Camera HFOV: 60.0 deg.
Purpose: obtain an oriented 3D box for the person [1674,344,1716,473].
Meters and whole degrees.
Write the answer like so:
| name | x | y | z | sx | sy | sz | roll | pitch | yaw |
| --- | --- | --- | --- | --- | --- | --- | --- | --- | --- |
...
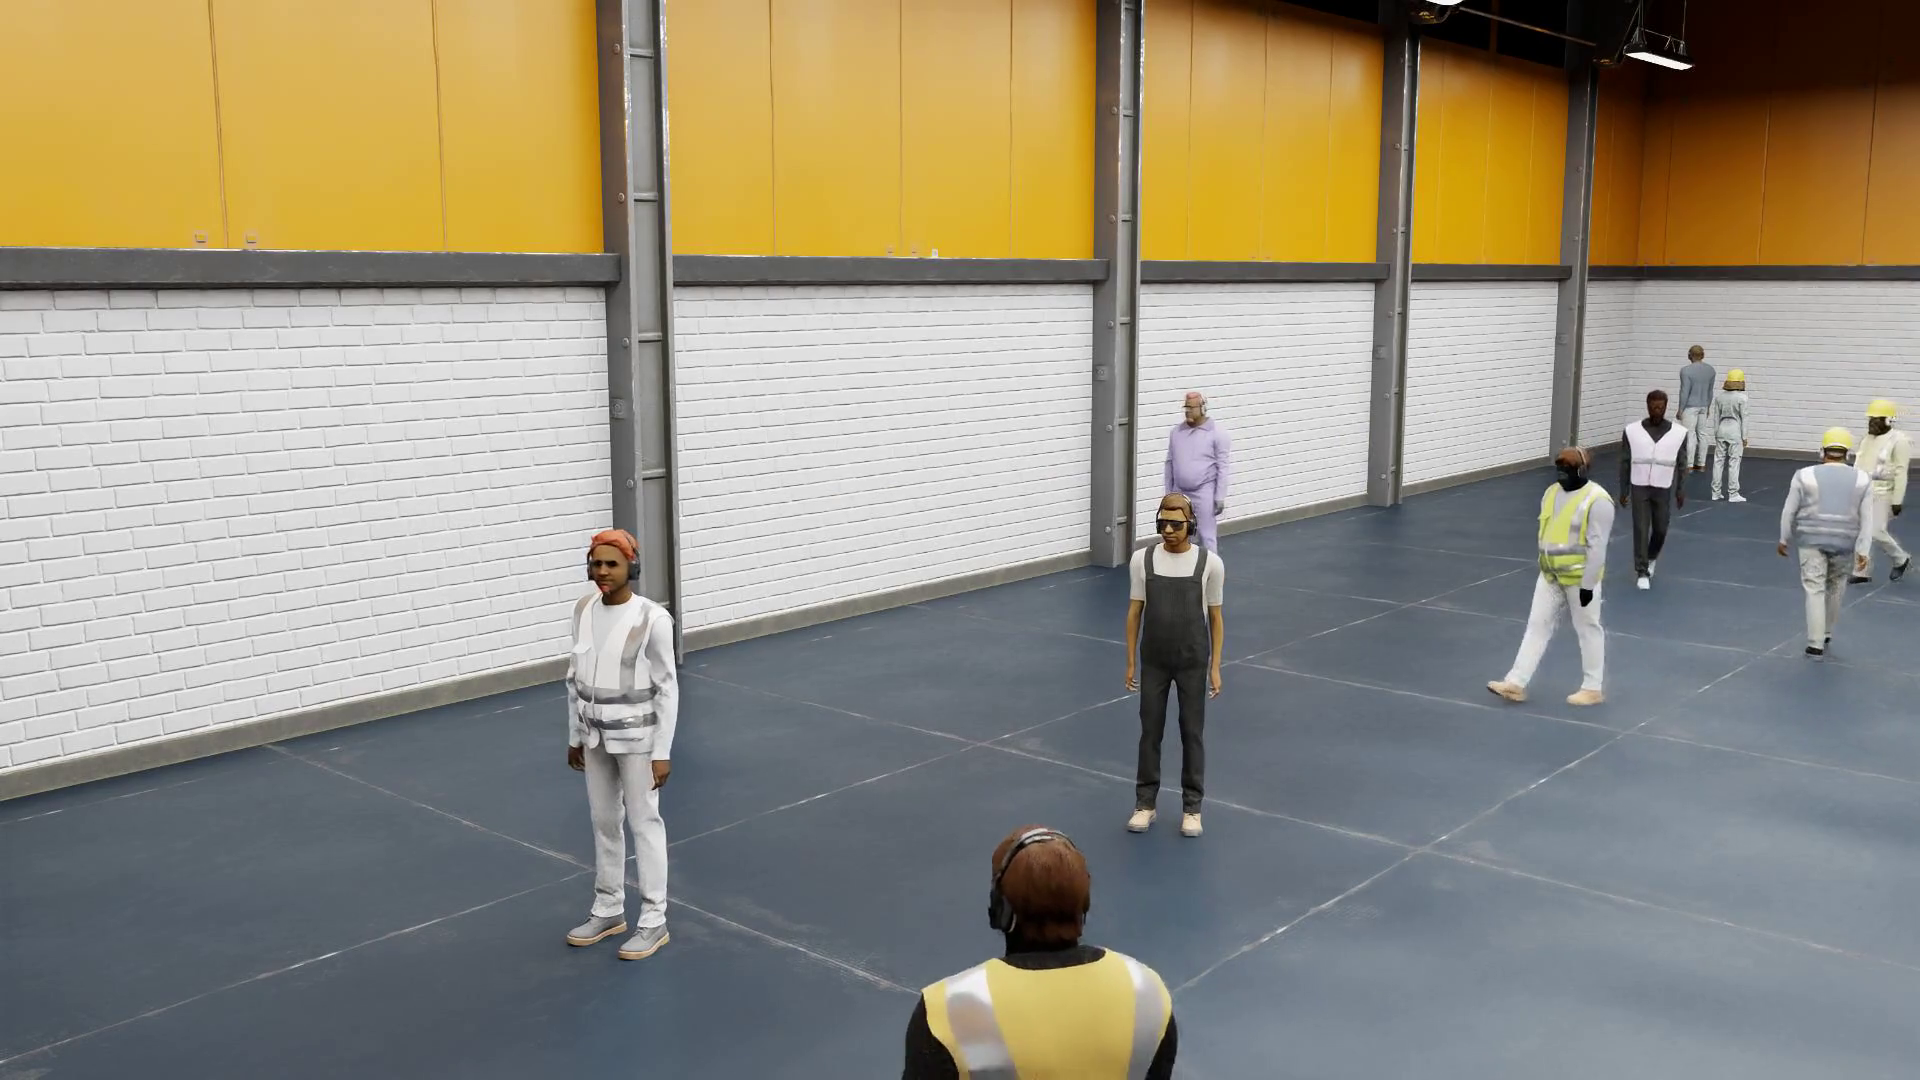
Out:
| name | x | y | z | sx | sy | sz | roll | pitch | yaw |
| --- | --- | --- | --- | --- | --- | --- | --- | --- | --- |
| person | 11.086 | -1.978 | 25.112 | 0.628 | 1.934 | 0.374 | -4 | 10 | -21 |

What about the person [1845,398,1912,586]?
| name | x | y | z | sx | sy | sz | roll | pitch | yaw |
| --- | --- | --- | --- | --- | --- | --- | --- | --- | --- |
| person | 8.774 | -0.449 | 15.868 | 0.523 | 1.815 | 0.600 | -2 | 9 | -10 |

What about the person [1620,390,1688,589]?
| name | x | y | z | sx | sy | sz | roll | pitch | yaw |
| --- | --- | --- | --- | --- | --- | --- | --- | --- | --- |
| person | 6.668 | -0.509 | 16.027 | 0.595 | 1.897 | 0.791 | 3 | 9 | 17 |

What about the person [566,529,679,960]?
| name | x | y | z | sx | sy | sz | roll | pitch | yaw |
| --- | --- | --- | --- | --- | --- | --- | --- | --- | --- |
| person | -1.497 | 0.885 | 7.291 | 0.584 | 1.882 | 0.345 | 6 | 11 | 31 |

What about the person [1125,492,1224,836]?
| name | x | y | z | sx | sy | sz | roll | pitch | yaw |
| --- | --- | --- | --- | --- | --- | --- | --- | --- | --- |
| person | 1.136 | 0.658 | 8.841 | 0.514 | 1.844 | 0.327 | 3 | 9 | 15 |

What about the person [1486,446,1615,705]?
| name | x | y | z | sx | sy | sz | roll | pitch | yaw |
| --- | --- | --- | --- | --- | --- | --- | --- | --- | --- |
| person | 4.105 | 0.263 | 11.449 | 0.853 | 1.804 | 0.654 | -4 | 10 | -21 |

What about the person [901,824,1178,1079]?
| name | x | y | z | sx | sy | sz | roll | pitch | yaw |
| --- | --- | --- | --- | --- | --- | --- | --- | --- | --- |
| person | 0.162 | 1.510 | 3.618 | 0.617 | 1.809 | 0.932 | -5 | 10 | -27 |

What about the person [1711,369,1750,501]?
| name | x | y | z | sx | sy | sz | roll | pitch | yaw |
| --- | --- | --- | --- | --- | --- | --- | --- | --- | --- |
| person | 10.185 | -1.380 | 21.954 | 0.297 | 1.744 | 0.487 | -6 | 11 | -32 |

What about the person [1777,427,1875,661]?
| name | x | y | z | sx | sy | sz | roll | pitch | yaw |
| --- | --- | --- | --- | --- | --- | --- | --- | --- | --- |
| person | 6.773 | 0.007 | 13.063 | 0.613 | 1.788 | 0.869 | 2 | 9 | 15 |

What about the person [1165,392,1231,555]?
| name | x | y | z | sx | sy | sz | roll | pitch | yaw |
| --- | --- | --- | --- | --- | --- | --- | --- | --- | --- |
| person | 2.170 | -0.426 | 15.455 | 0.651 | 1.906 | 0.403 | 7 | 11 | 38 |
